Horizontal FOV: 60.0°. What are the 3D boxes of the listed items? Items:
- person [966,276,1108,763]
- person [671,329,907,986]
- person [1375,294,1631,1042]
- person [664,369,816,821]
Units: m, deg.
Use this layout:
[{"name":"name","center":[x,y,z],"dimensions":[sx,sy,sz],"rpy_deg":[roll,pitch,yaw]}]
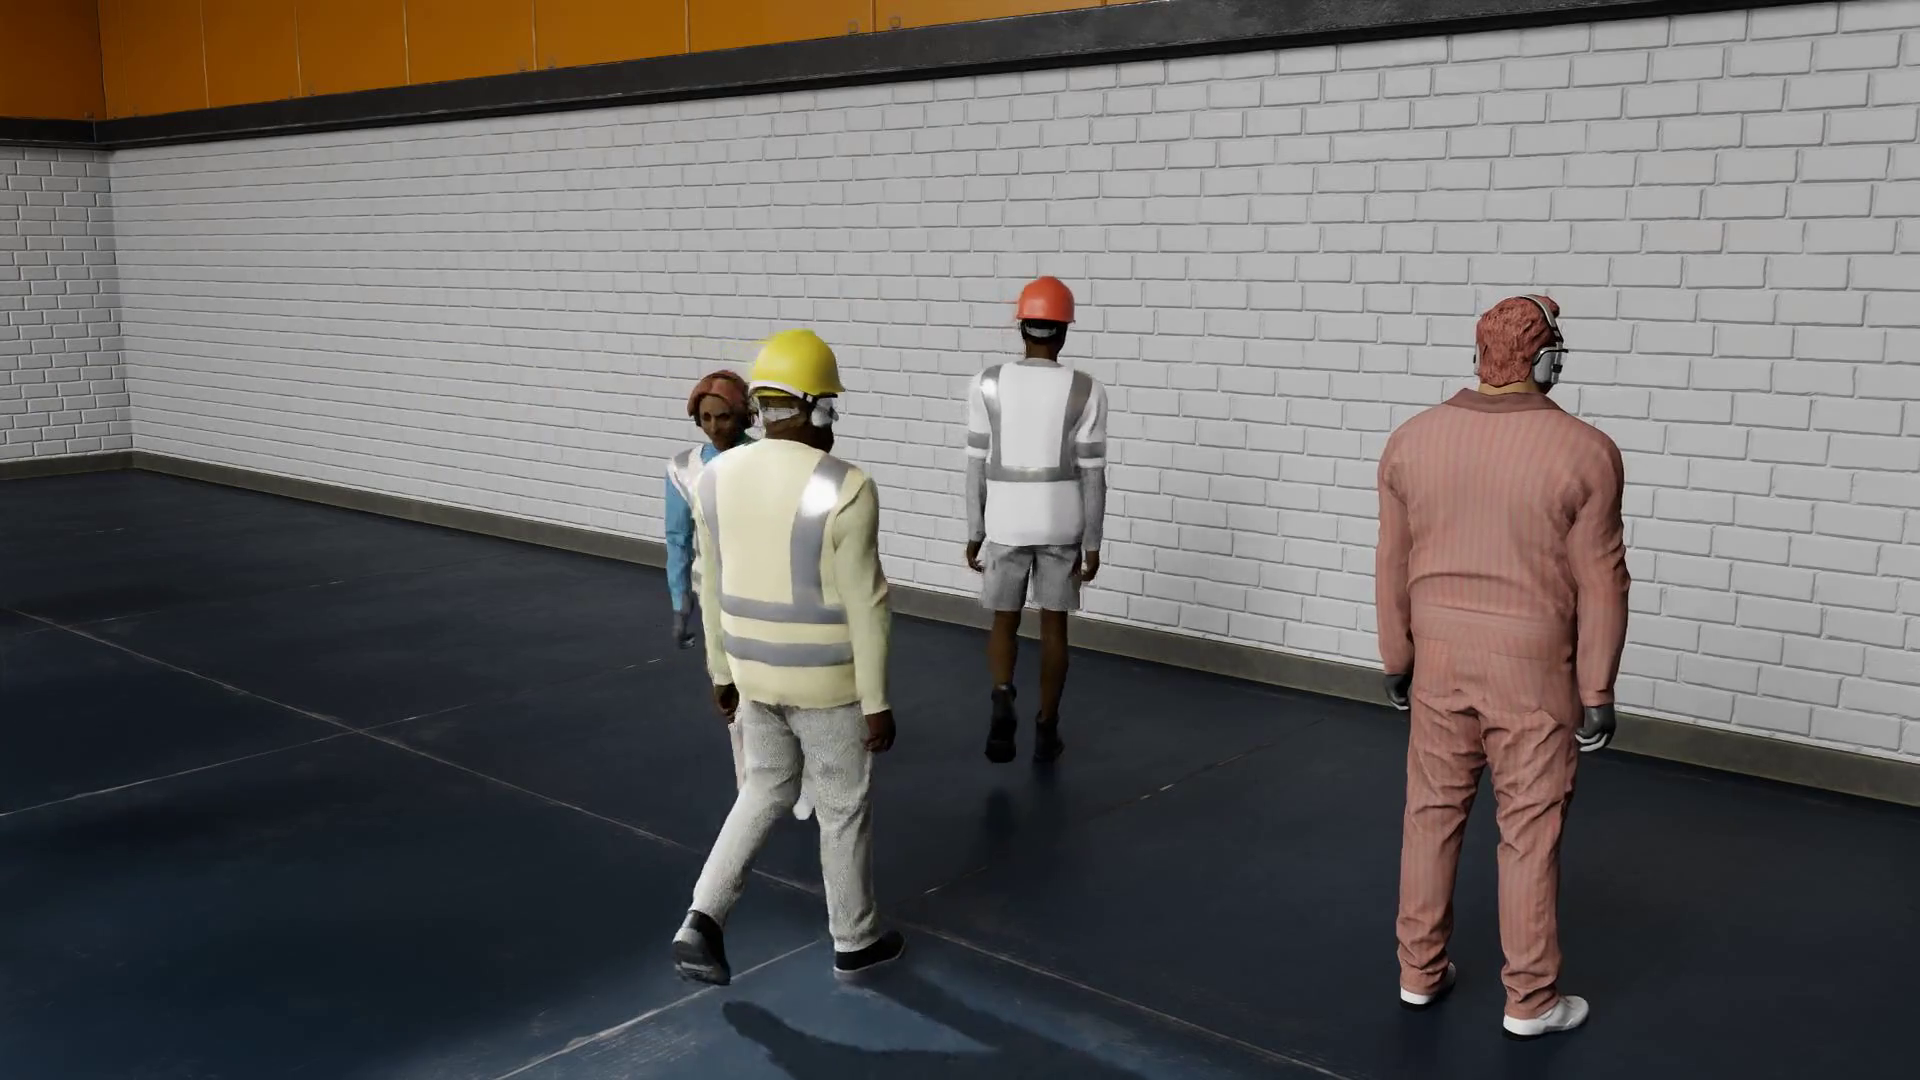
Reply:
[{"name":"person","center":[0.283,-0.044,6.380],"dimensions":[0.560,1.919,0.596],"rpy_deg":[2,10,9]},{"name":"person","center":[-0.436,0.348,4.439],"dimensions":[0.612,1.815,0.686],"rpy_deg":[7,12,35]},{"name":"person","center":[1.401,0.325,4.313],"dimensions":[0.646,1.907,0.401],"rpy_deg":[9,13,41]},{"name":"person","center":[-0.727,0.232,5.631],"dimensions":[0.545,1.619,0.394],"rpy_deg":[3,10,14]}]
